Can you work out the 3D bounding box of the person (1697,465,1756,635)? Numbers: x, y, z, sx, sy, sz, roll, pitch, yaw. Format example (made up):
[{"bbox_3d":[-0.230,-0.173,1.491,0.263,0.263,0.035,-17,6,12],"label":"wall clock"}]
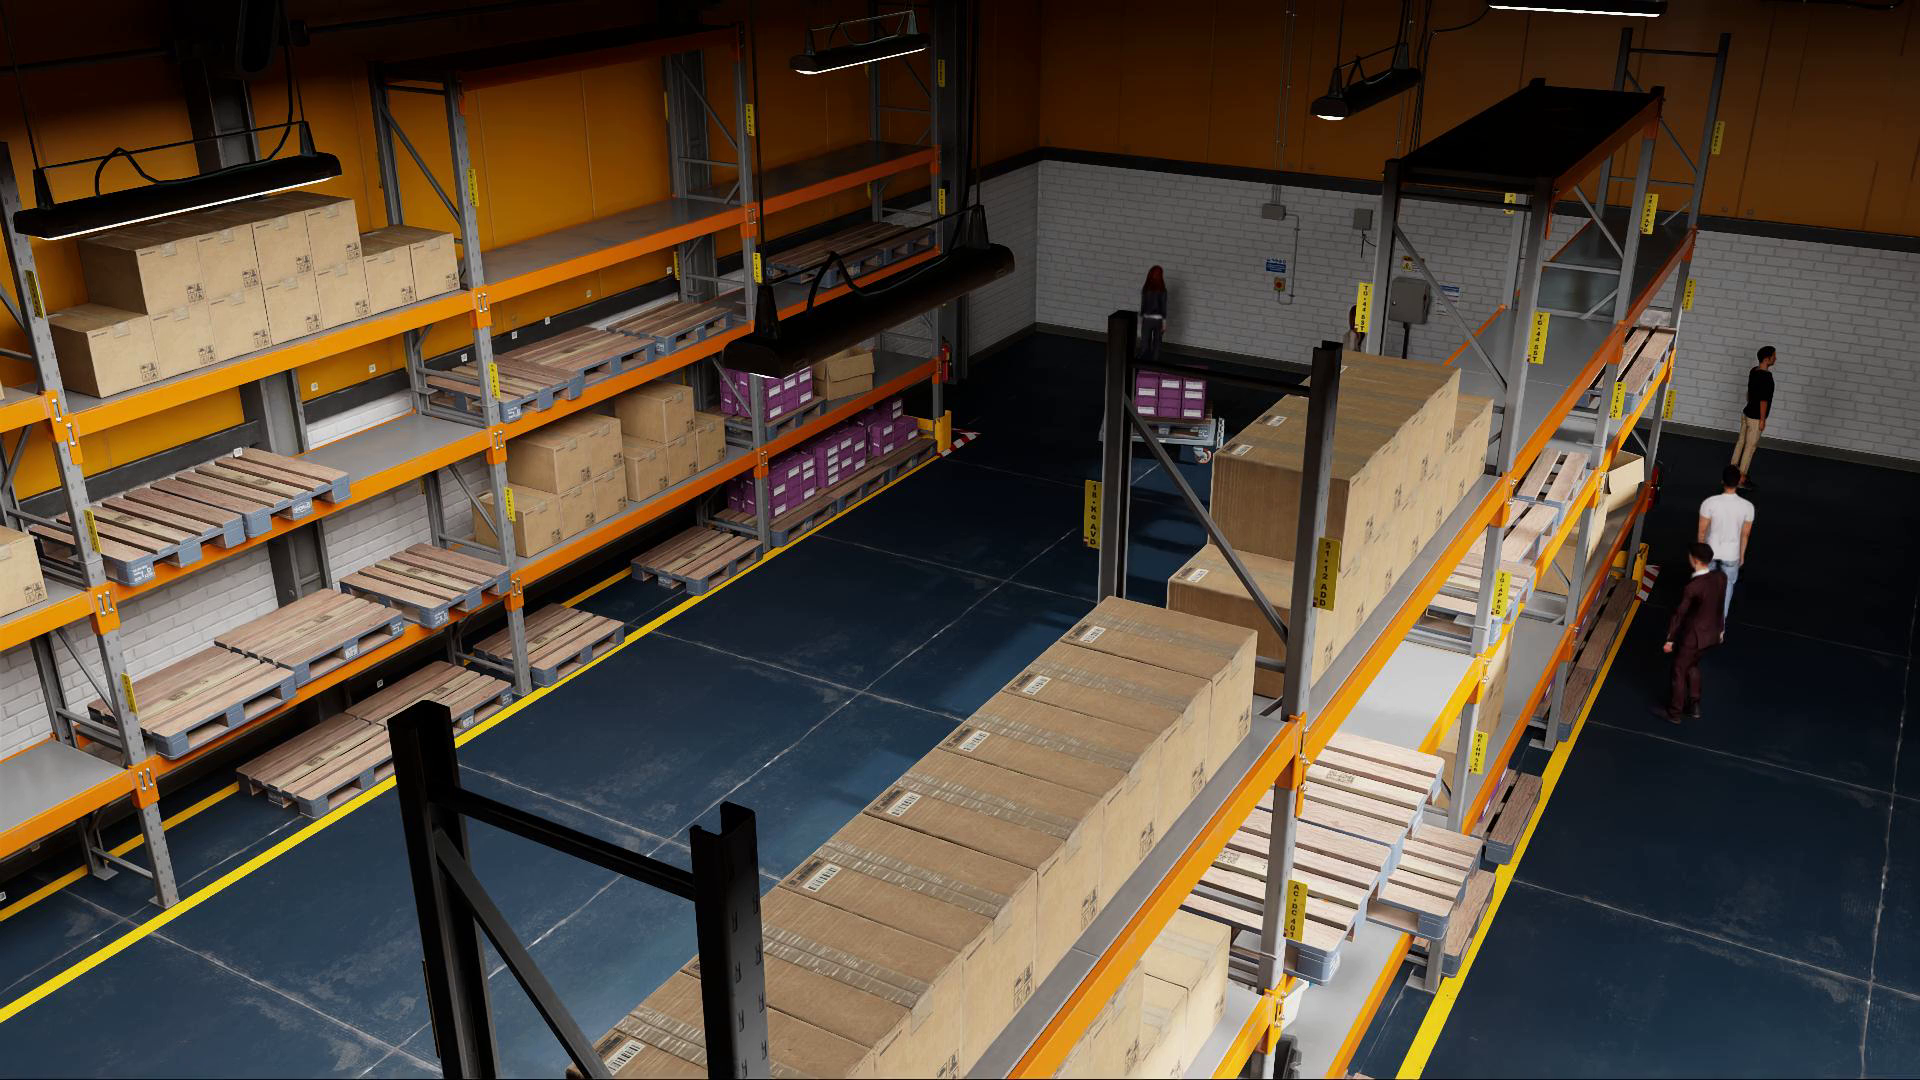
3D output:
[{"bbox_3d":[7.899,0.145,17.259,0.757,1.847,0.911,8,25,18],"label":"person"}]

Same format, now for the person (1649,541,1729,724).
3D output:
[{"bbox_3d":[6.915,0.882,15.564,0.823,1.855,0.930,-14,27,-29],"label":"person"}]

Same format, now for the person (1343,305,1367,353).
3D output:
[{"bbox_3d":[5.545,-2.471,23.412,0.646,1.713,0.480,14,27,28],"label":"person"}]

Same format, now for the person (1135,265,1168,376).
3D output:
[{"bbox_3d":[2.889,-3.257,25.151,0.599,1.760,0.902,14,27,30],"label":"person"}]

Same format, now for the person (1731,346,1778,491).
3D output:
[{"bbox_3d":[10.125,-1.583,21.201,0.776,1.858,0.623,2,24,4],"label":"person"}]
